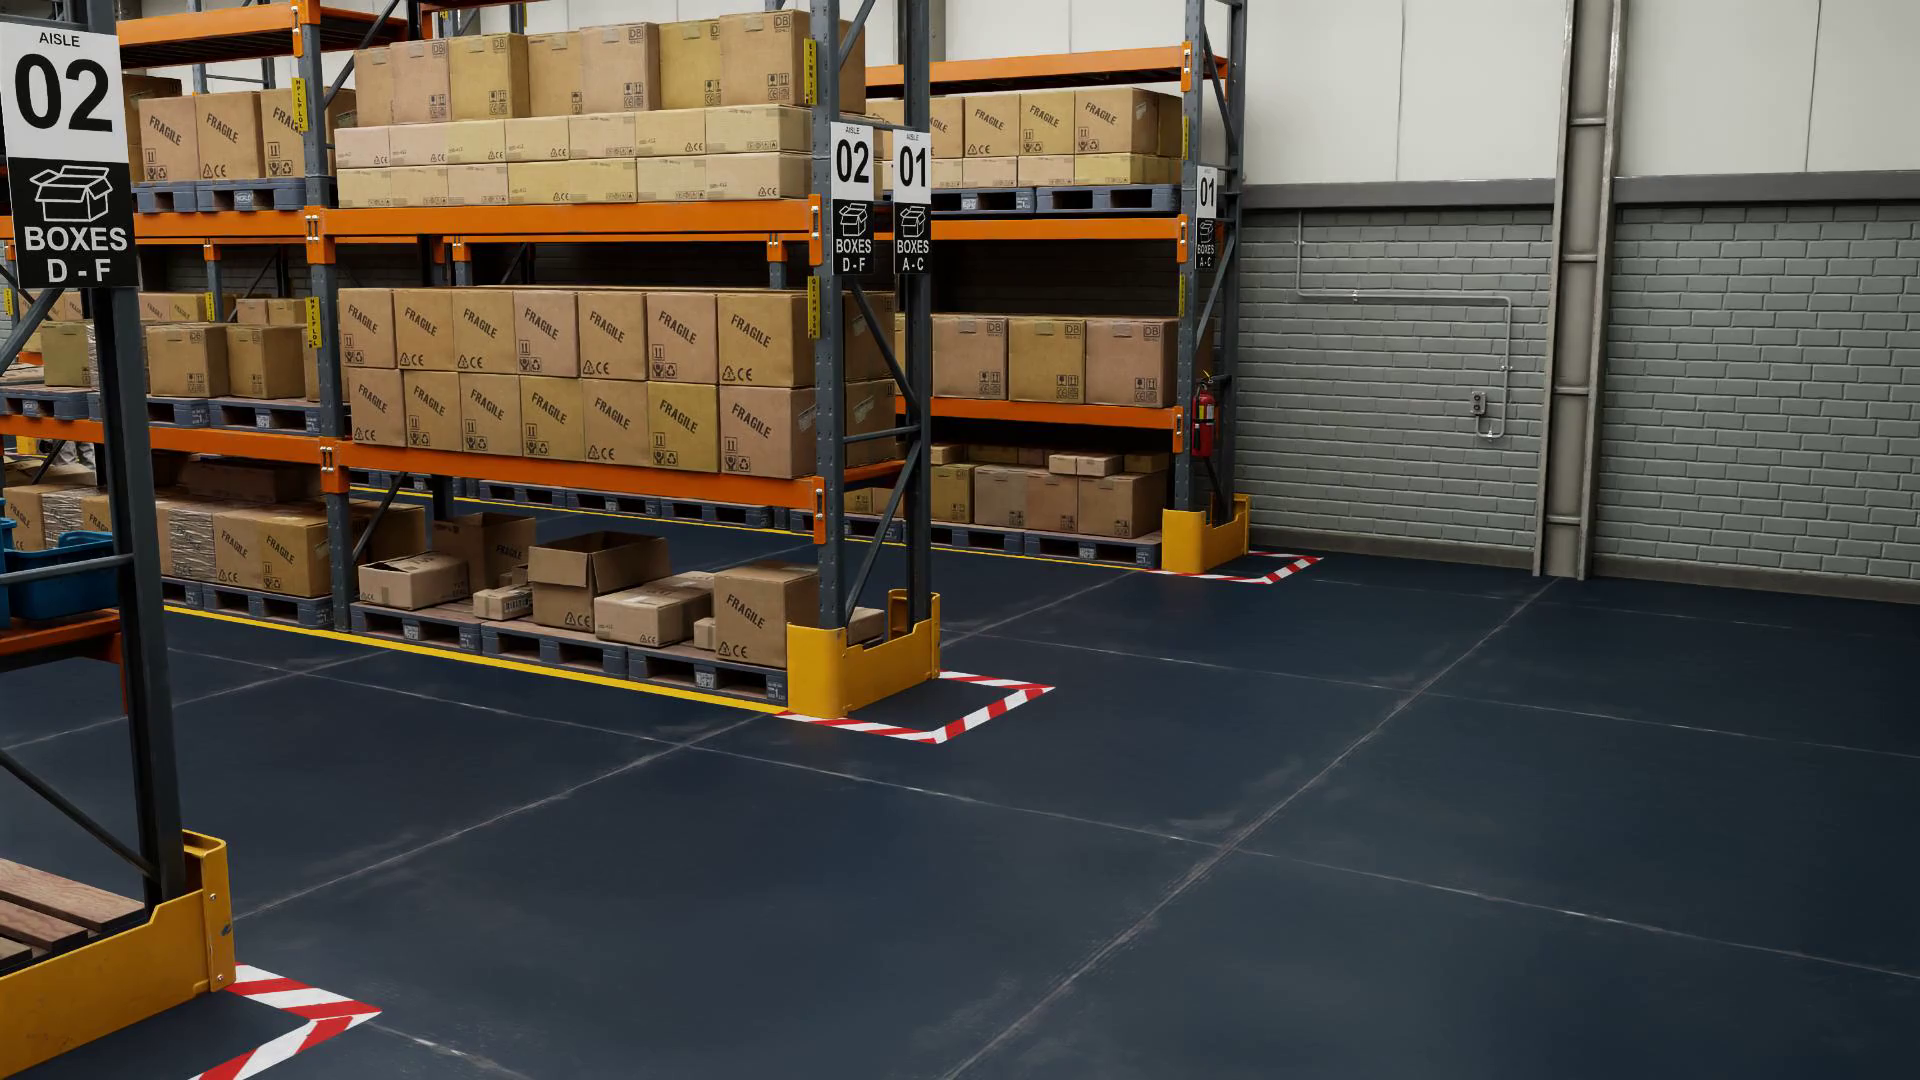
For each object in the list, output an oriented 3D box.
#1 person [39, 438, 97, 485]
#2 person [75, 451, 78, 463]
[{"bbox_3d":[-8.079,-0.976,15.118,0.356,1.882,0.572,6,11,31],"label":"person"},{"bbox_3d":[-10.204,-1.517,19.041,0.280,1.624,0.494,-1,10,-4],"label":"person"}]
